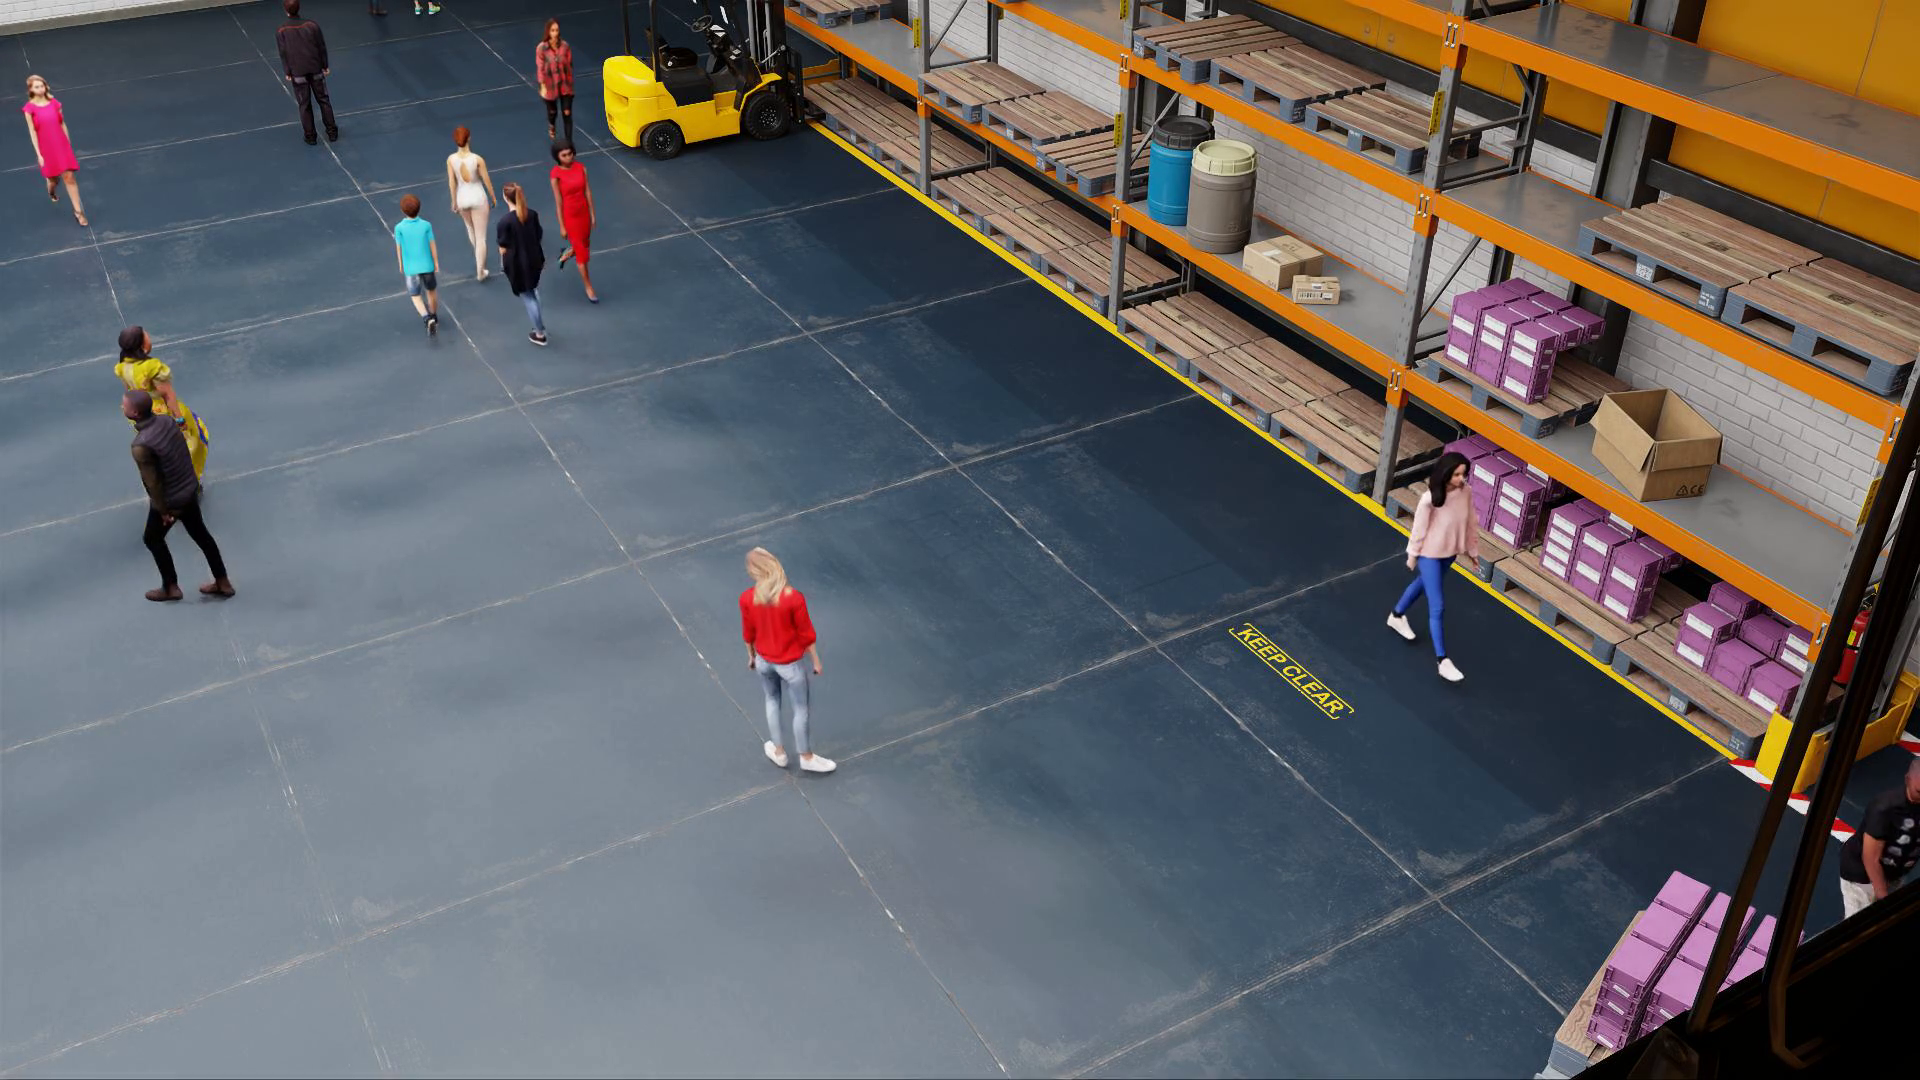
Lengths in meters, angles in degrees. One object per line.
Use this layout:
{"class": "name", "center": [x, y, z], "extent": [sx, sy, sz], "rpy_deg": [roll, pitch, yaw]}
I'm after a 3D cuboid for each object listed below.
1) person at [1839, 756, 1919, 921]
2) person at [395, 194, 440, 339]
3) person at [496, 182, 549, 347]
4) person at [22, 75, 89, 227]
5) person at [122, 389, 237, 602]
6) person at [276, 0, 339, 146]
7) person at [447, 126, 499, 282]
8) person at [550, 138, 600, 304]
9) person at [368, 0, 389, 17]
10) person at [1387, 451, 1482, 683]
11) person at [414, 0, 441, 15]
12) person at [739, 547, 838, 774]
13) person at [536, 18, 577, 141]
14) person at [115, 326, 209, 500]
{"class": "person", "center": [5.053, 1.858, 9.285], "extent": [0.751, 1.778, 0.826], "rpy_deg": [-15, 37, -22]}
{"class": "person", "center": [-5.350, -2.704, 16.458], "extent": [0.529, 1.435, 0.836], "rpy_deg": [-16, 37, -23]}
{"class": "person", "center": [-4.175, -2.651, 16.163], "extent": [0.788, 1.674, 0.720], "rpy_deg": [28, 42, 35]}
{"class": "person", "center": [-10.276, -4.412, 18.789], "extent": [0.998, 1.700, 0.727], "rpy_deg": [28, 43, 35]}
{"class": "person", "center": [-5.838, -0.316, 12.526], "extent": [1.027, 1.811, 0.983], "rpy_deg": [5, 34, 7]}
{"class": "person", "center": [-8.221, -5.906, 20.910], "extent": [0.712, 1.839, 0.541], "rpy_deg": [-18, 37, -24]}
{"class": "person", "center": [-5.152, -3.506, 17.506], "extent": [0.899, 1.611, 1.074], "rpy_deg": [0, 34, 0]}
{"class": "person", "center": [-4.005, -3.303, 17.102], "extent": [1.041, 1.720, 0.742], "rpy_deg": [29, 43, 36]}
{"class": "person", "center": [-9.137, -8.800, 25.739], "extent": [0.488, 1.313, 0.589], "rpy_deg": [25, 41, 32]}
{"class": "person", "center": [3.389, 0.089, 12.005], "extent": [0.687, 1.714, 1.126], "rpy_deg": [-15, 37, -22]}
{"class": "person", "center": [-8.427, -9.030, 25.735], "extent": [0.685, 1.701, 0.715], "rpy_deg": [3, 34, 4]}
{"class": "person", "center": [-1.145, 0.823, 10.929], "extent": [0.773, 1.682, 0.872], "rpy_deg": [17, 37, 24]}
{"class": "person", "center": [-5.012, -5.631, 20.635], "extent": [0.670, 1.685, 0.865], "rpy_deg": [-13, 36, -19]}
{"class": "person", "center": [-6.619, -0.960, 13.641], "extent": [1.011, 1.648, 1.043], "rpy_deg": [14, 36, 20]}
